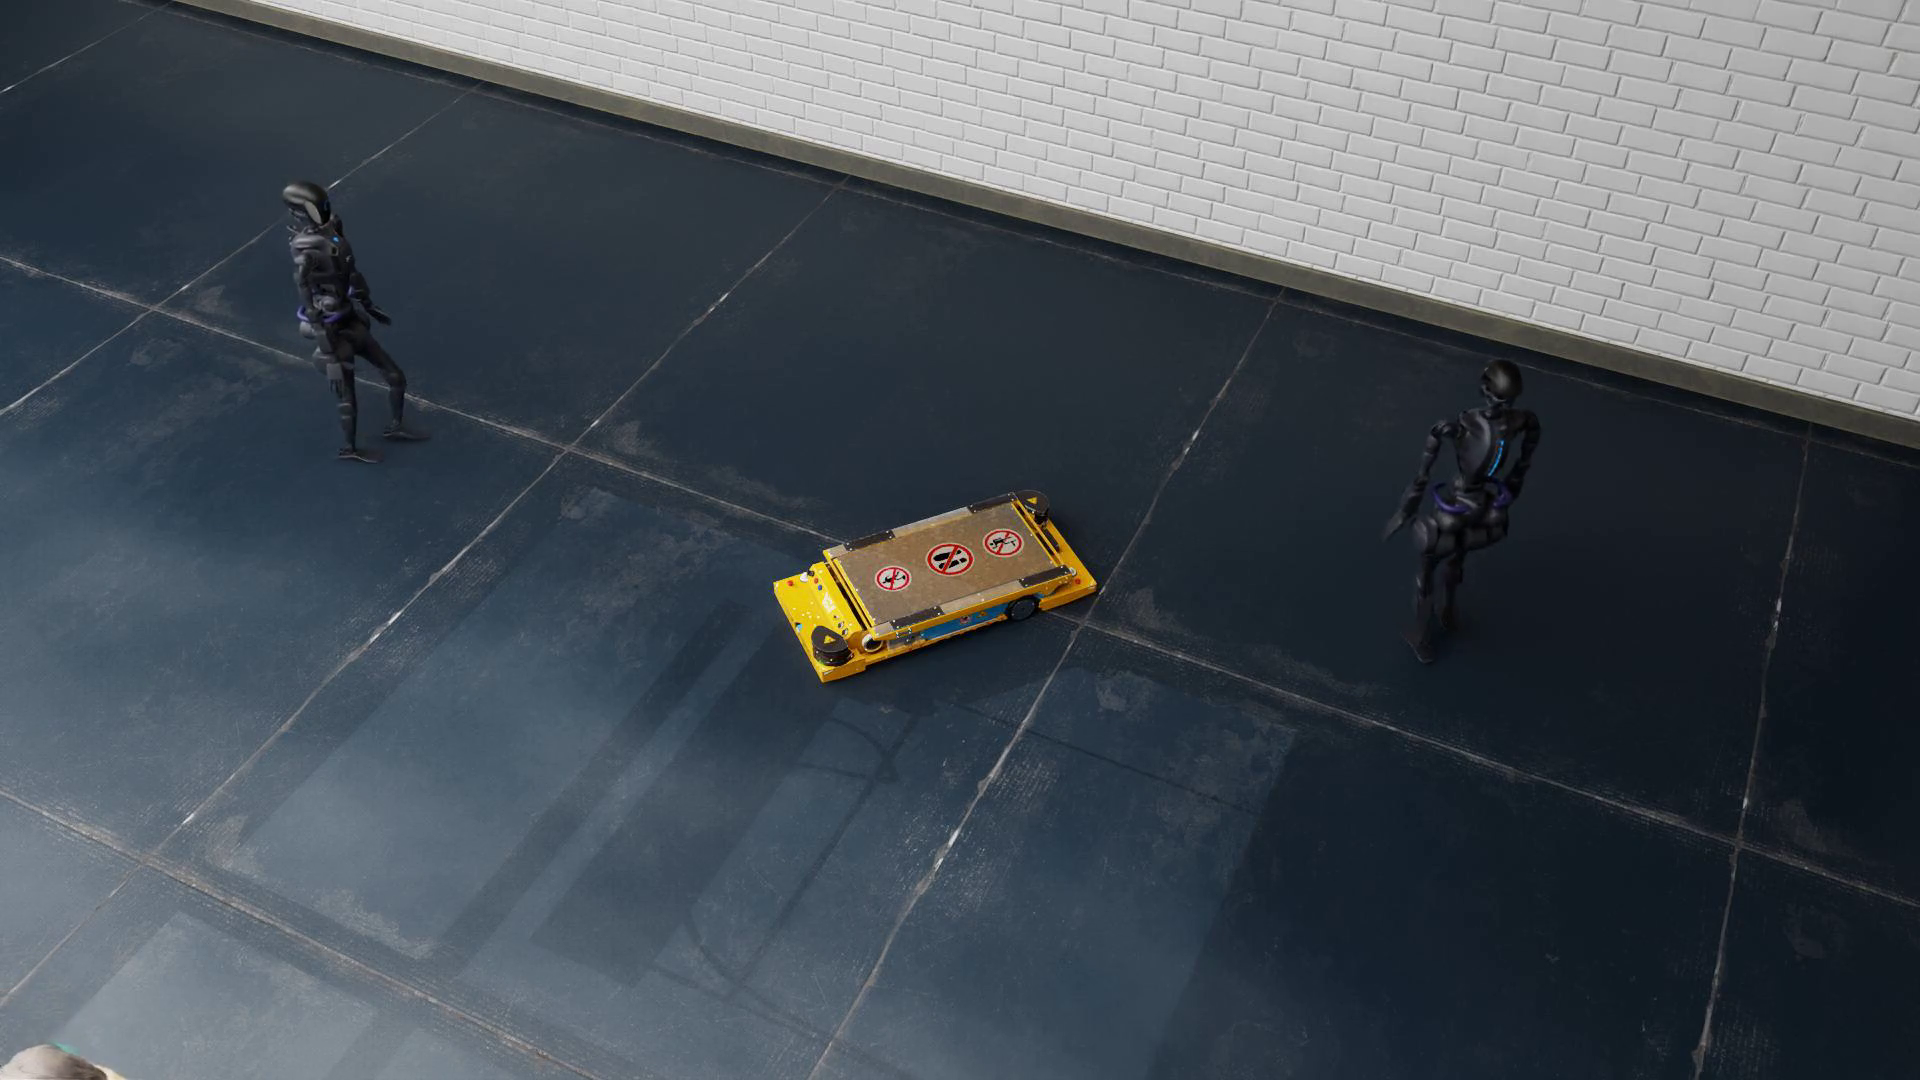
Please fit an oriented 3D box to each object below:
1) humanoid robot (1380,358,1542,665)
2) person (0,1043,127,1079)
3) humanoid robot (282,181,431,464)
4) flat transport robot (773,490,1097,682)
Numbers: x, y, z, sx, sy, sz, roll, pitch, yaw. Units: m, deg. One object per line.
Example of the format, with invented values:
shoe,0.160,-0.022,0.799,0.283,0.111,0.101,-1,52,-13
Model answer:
humanoid robot,2.178,-0.139,7.374,0.589,1.652,0.403,-9,44,-10
person,-2.496,1.988,5.059,0.471,1.703,0.375,-4,43,-5
humanoid robot,-3.101,-1.067,8.372,0.453,1.644,0.600,3,43,3
flat transport robot,-0.120,0.201,8.038,1.431,0.231,0.659,-17,46,-18
